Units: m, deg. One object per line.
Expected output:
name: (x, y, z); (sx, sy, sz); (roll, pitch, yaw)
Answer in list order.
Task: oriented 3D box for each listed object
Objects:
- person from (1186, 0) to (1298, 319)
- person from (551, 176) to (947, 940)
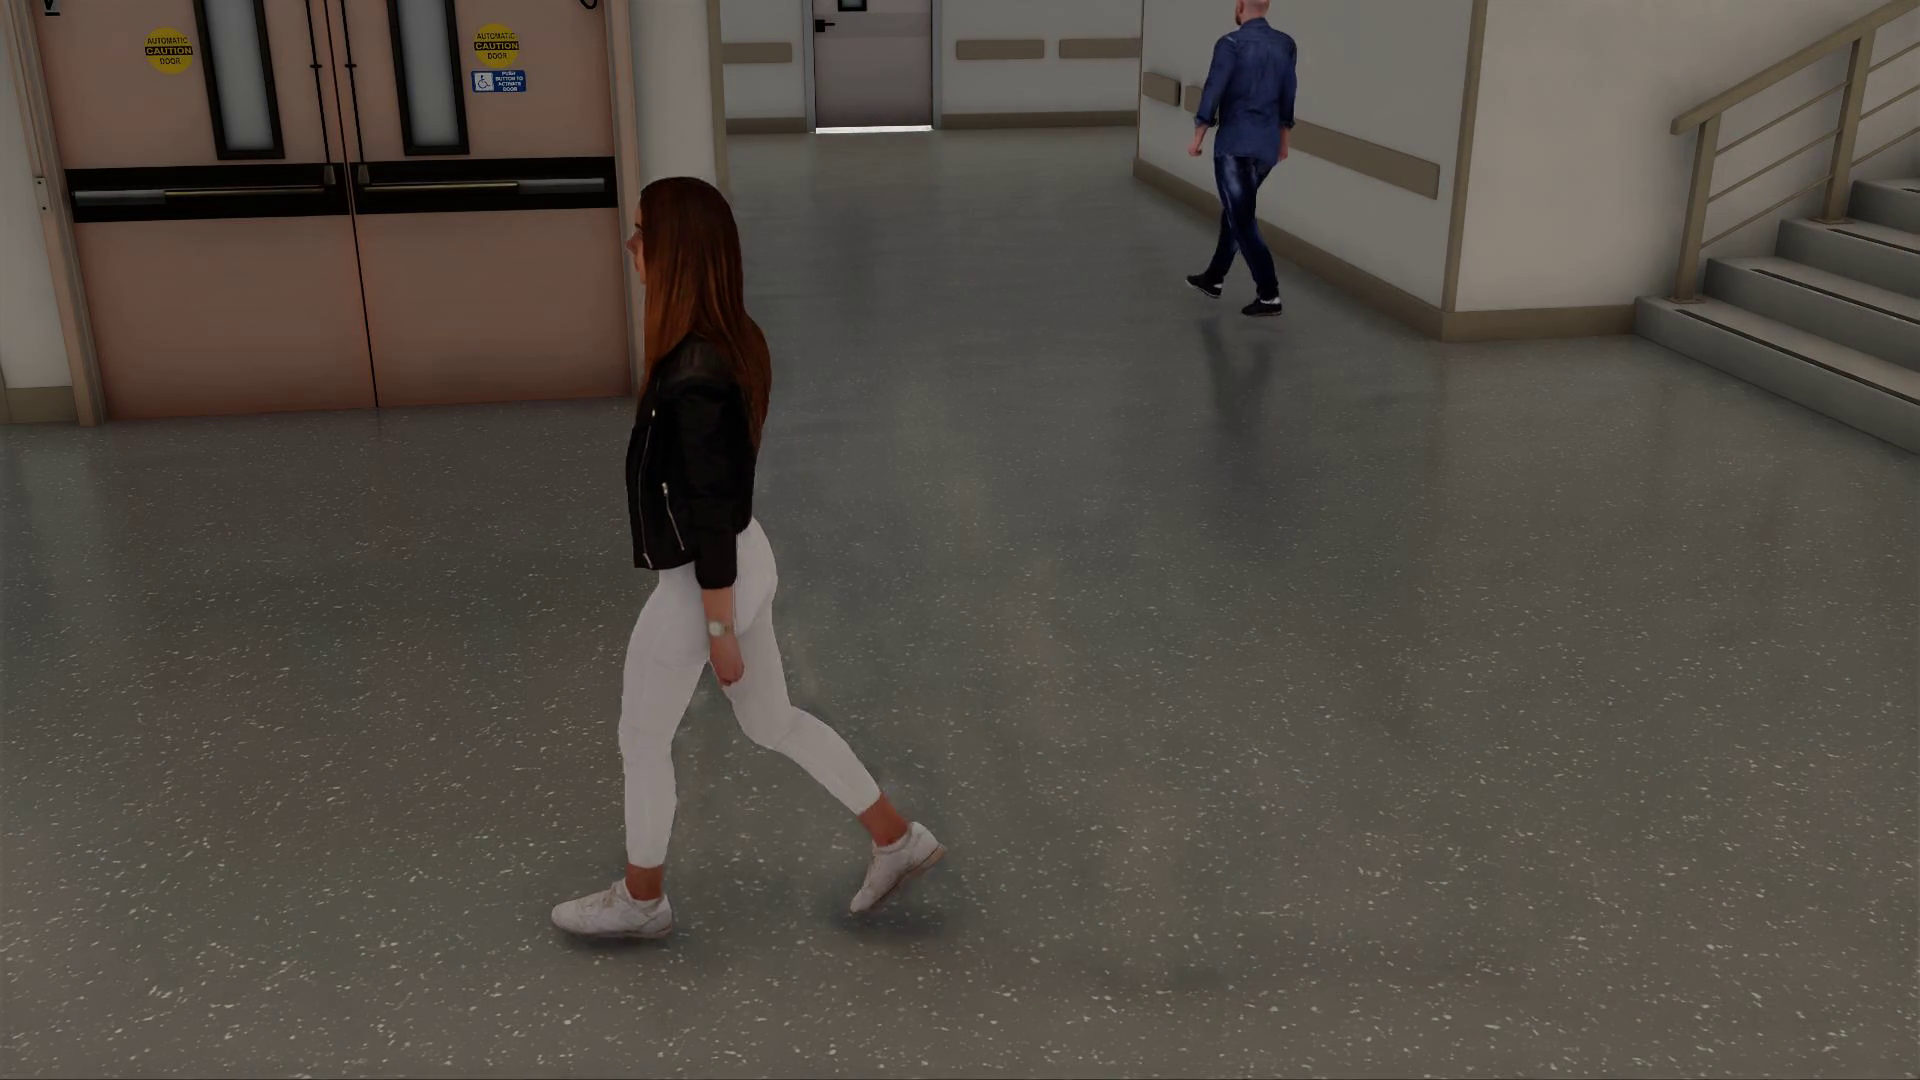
person: (1.604, -2.083, 9.116); (1.222, 1.779, 1.096); (-13, 24, -31)
person: (-0.438, 0.106, 3.491); (1.165, 1.670, 0.821); (3, 21, 8)
